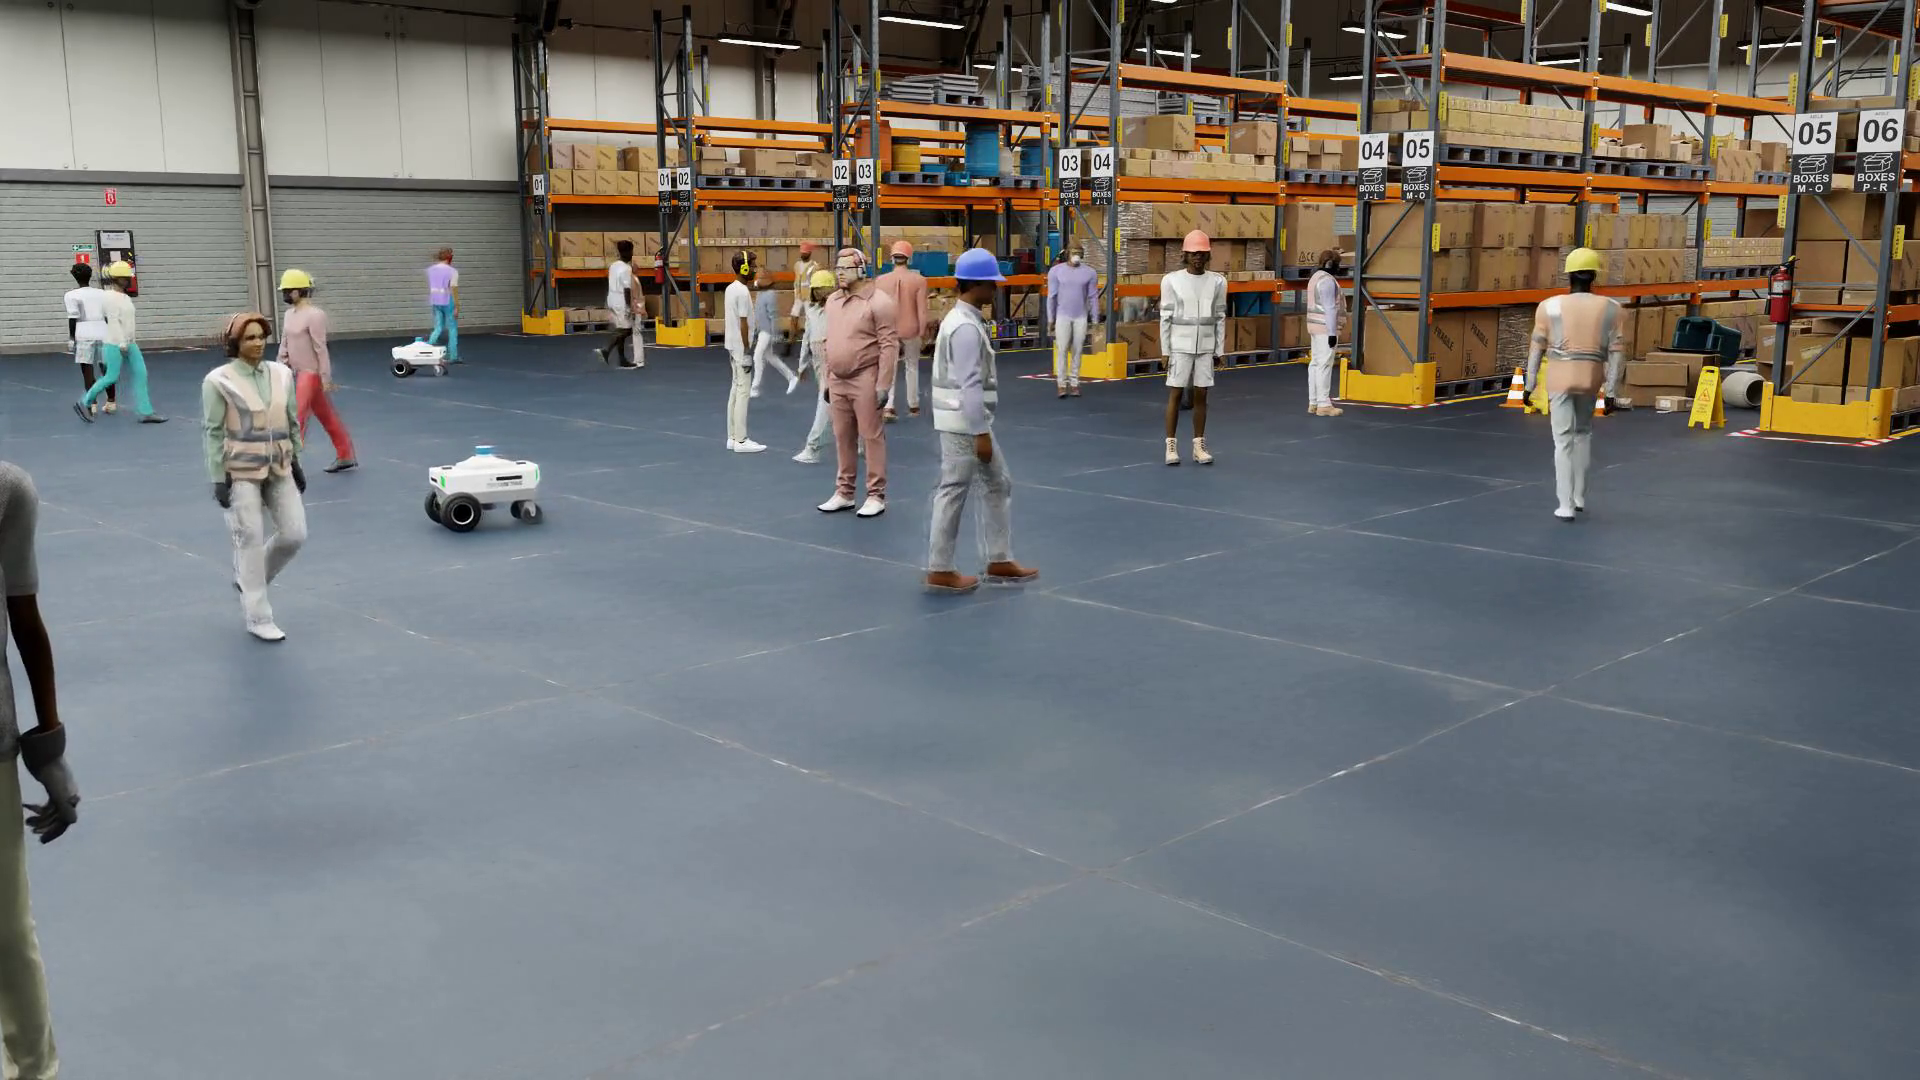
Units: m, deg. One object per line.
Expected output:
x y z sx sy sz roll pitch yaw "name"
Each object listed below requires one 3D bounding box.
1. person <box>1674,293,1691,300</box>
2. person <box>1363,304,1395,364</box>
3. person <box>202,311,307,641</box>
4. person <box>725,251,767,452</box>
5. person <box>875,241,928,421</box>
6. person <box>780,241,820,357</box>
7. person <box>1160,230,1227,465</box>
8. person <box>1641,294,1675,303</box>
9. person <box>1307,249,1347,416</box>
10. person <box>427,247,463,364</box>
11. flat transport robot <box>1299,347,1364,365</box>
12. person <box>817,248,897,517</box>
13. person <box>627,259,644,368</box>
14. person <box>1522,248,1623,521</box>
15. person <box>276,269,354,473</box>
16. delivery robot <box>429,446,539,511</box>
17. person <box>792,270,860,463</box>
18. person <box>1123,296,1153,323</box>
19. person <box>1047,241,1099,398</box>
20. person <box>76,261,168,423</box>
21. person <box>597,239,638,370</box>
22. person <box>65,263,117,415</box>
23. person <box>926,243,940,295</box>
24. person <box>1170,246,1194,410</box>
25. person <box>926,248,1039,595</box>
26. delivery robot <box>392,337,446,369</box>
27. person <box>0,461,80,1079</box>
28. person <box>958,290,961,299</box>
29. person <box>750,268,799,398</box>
15.149 -5.353 34.933 0.545 1.929 0.389 -2 10 -8 "person"
6.539 -3.692 25.993 0.575 1.882 0.355 9 14 40 "person"
-3.521 -0.321 8.282 0.418 1.629 0.534 6 12 30 "person"
-2.023 -1.763 15.549 0.332 1.860 0.493 -4 11 -21 "person"
-0.659 -2.292 18.206 0.633 1.946 1.016 2 11 11 "person"
-2.620 -4.005 27.685 0.594 1.889 0.719 8 13 36 "person"
2.053 -1.685 14.606 0.606 2.045 0.389 -2 11 -9 "person"
11.777 -4.046 28.114 0.599 1.809 0.562 10 14 43 "person"
4.116 -2.332 18.692 0.429 1.843 0.627 -1 10 -5 "person"
-8.073 -3.657 25.953 0.592 1.828 0.658 4 11 22 "person"
6.043 -2.915 26.270 1.431 0.197 0.652 -10 14 -43 "flat transport robot"
-0.759 -1.127 11.942 0.642 1.909 0.399 9 13 39 "person"
-4.955 -3.433 25.245 0.310 1.638 0.523 -2 11 -11 "person"
4.346 -1.113 11.876 0.598 1.902 0.734 1 10 5 "person"
-5.506 -1.388 13.891 0.946 1.716 0.528 -10 14 -44 "person"
-3.312 -0.415 11.604 0.707 0.478 0.477 -6 12 -31 "delivery robot"
-1.195 -1.552 14.841 0.496 1.690 0.923 9 13 39 "person"
2.795 -3.773 26.453 0.628 1.895 1.045 9 14 41 "person"
1.403 -2.744 20.695 0.631 1.940 0.432 -2 11 -8 "person"
-9.028 -2.114 17.784 0.824 1.737 0.519 0 10 -1 "person"
-5.141 -3.515 24.875 0.640 1.944 0.616 -8 13 -36 "person"
-9.742 -2.250 18.631 0.322 1.698 0.533 6 12 28 "person"
-0.676 -5.889 38.176 0.631 1.811 0.597 -8 13 -35 "person"
2.619 -2.441 19.086 0.537 1.919 0.613 -9 14 -41 "person"
0.160 -0.652 9.288 0.779 1.921 0.652 0 10 2 "person"
-7.755 -2.666 23.868 0.707 0.478 0.477 -1 11 -6 "delivery robot"
-2.092 0.467 3.380 0.509 1.864 0.311 -8 13 -37 "person"
0.232 -4.797 32.737 0.511 1.614 0.607 10 14 42 "person"
-2.380 -2.592 20.753 0.774 1.604 0.510 -5 11 -25 "person"
